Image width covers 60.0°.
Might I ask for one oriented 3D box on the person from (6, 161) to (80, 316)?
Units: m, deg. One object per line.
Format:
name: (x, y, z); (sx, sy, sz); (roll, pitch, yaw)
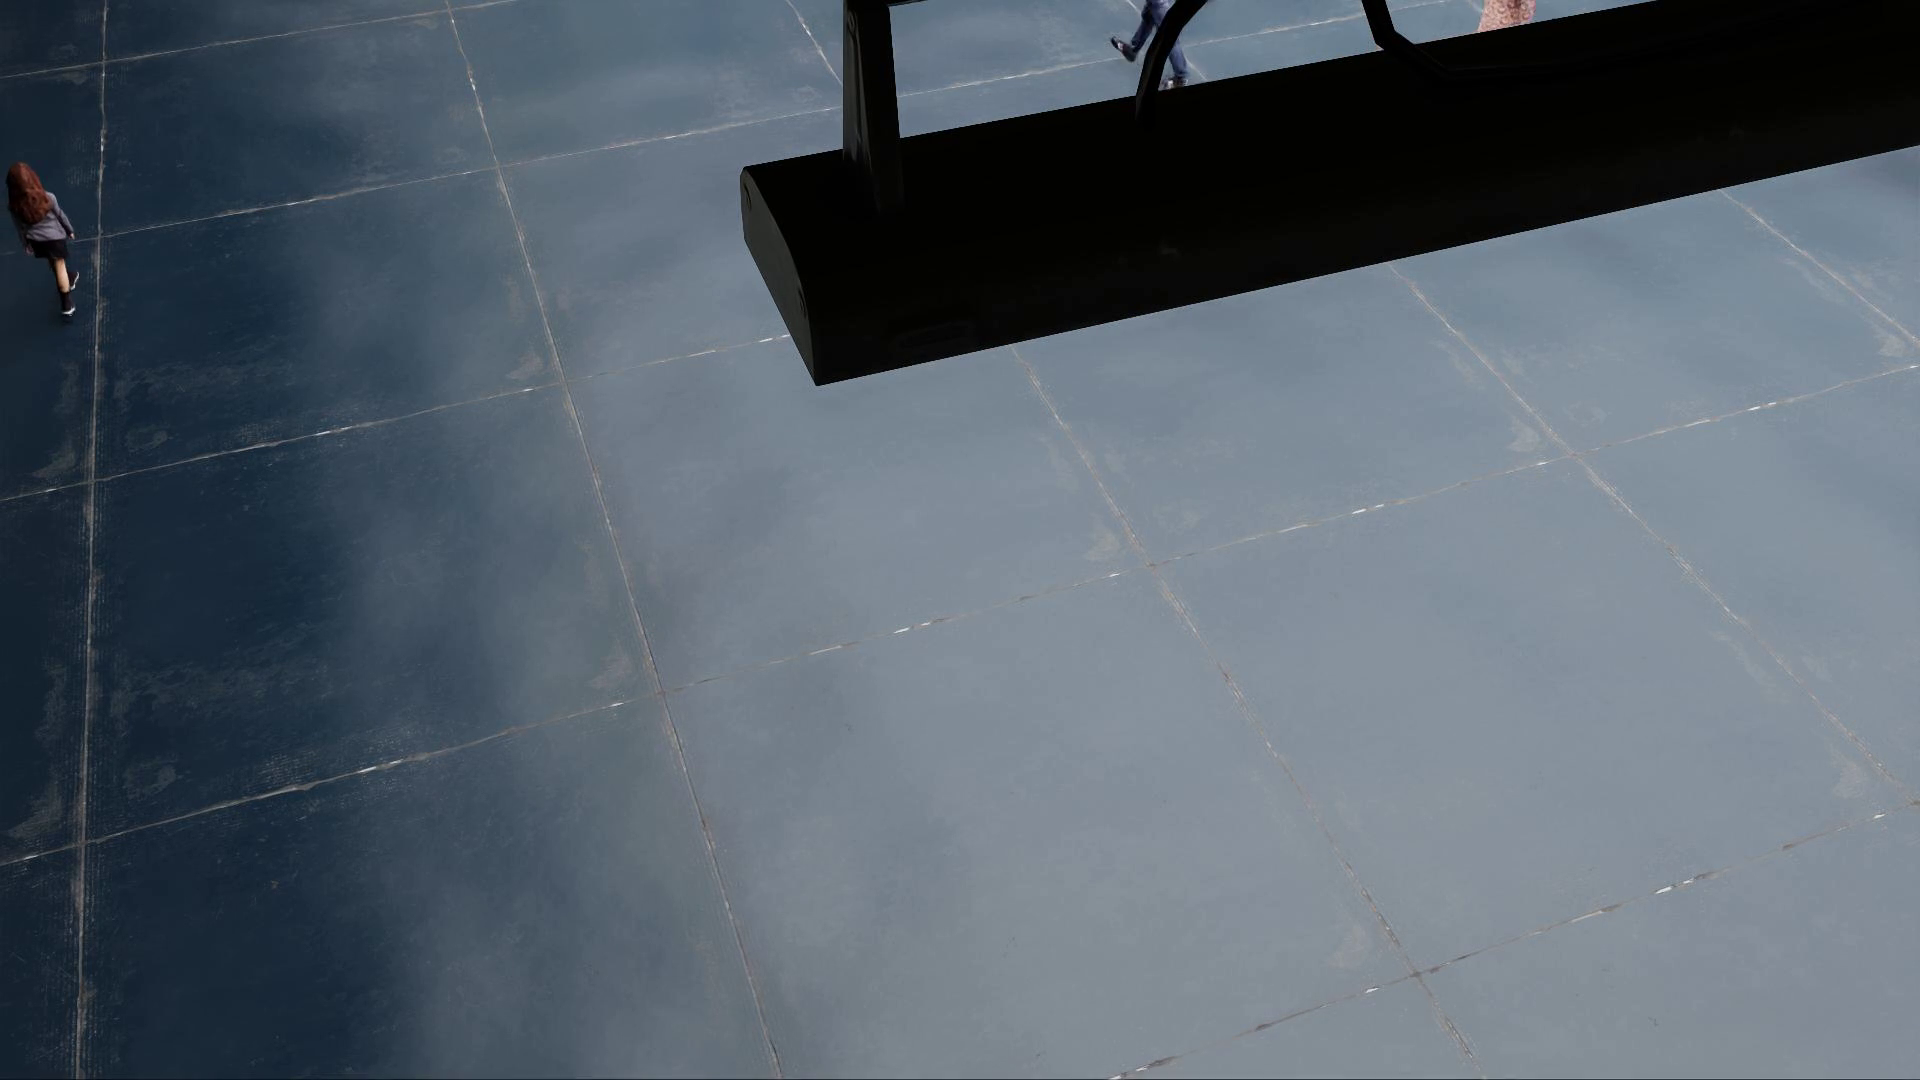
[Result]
person: (-6.385, -2.085, 11.598); (0.531, 1.074, 0.811); (-10, 44, -10)

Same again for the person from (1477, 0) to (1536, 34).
person: (4.237, -4.027, 13.158); (0.782, 1.784, 0.812); (-17, 46, -17)

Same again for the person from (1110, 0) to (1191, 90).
person: (1.723, -4.591, 13.742); (0.959, 1.810, 1.281); (-32, 52, -30)
